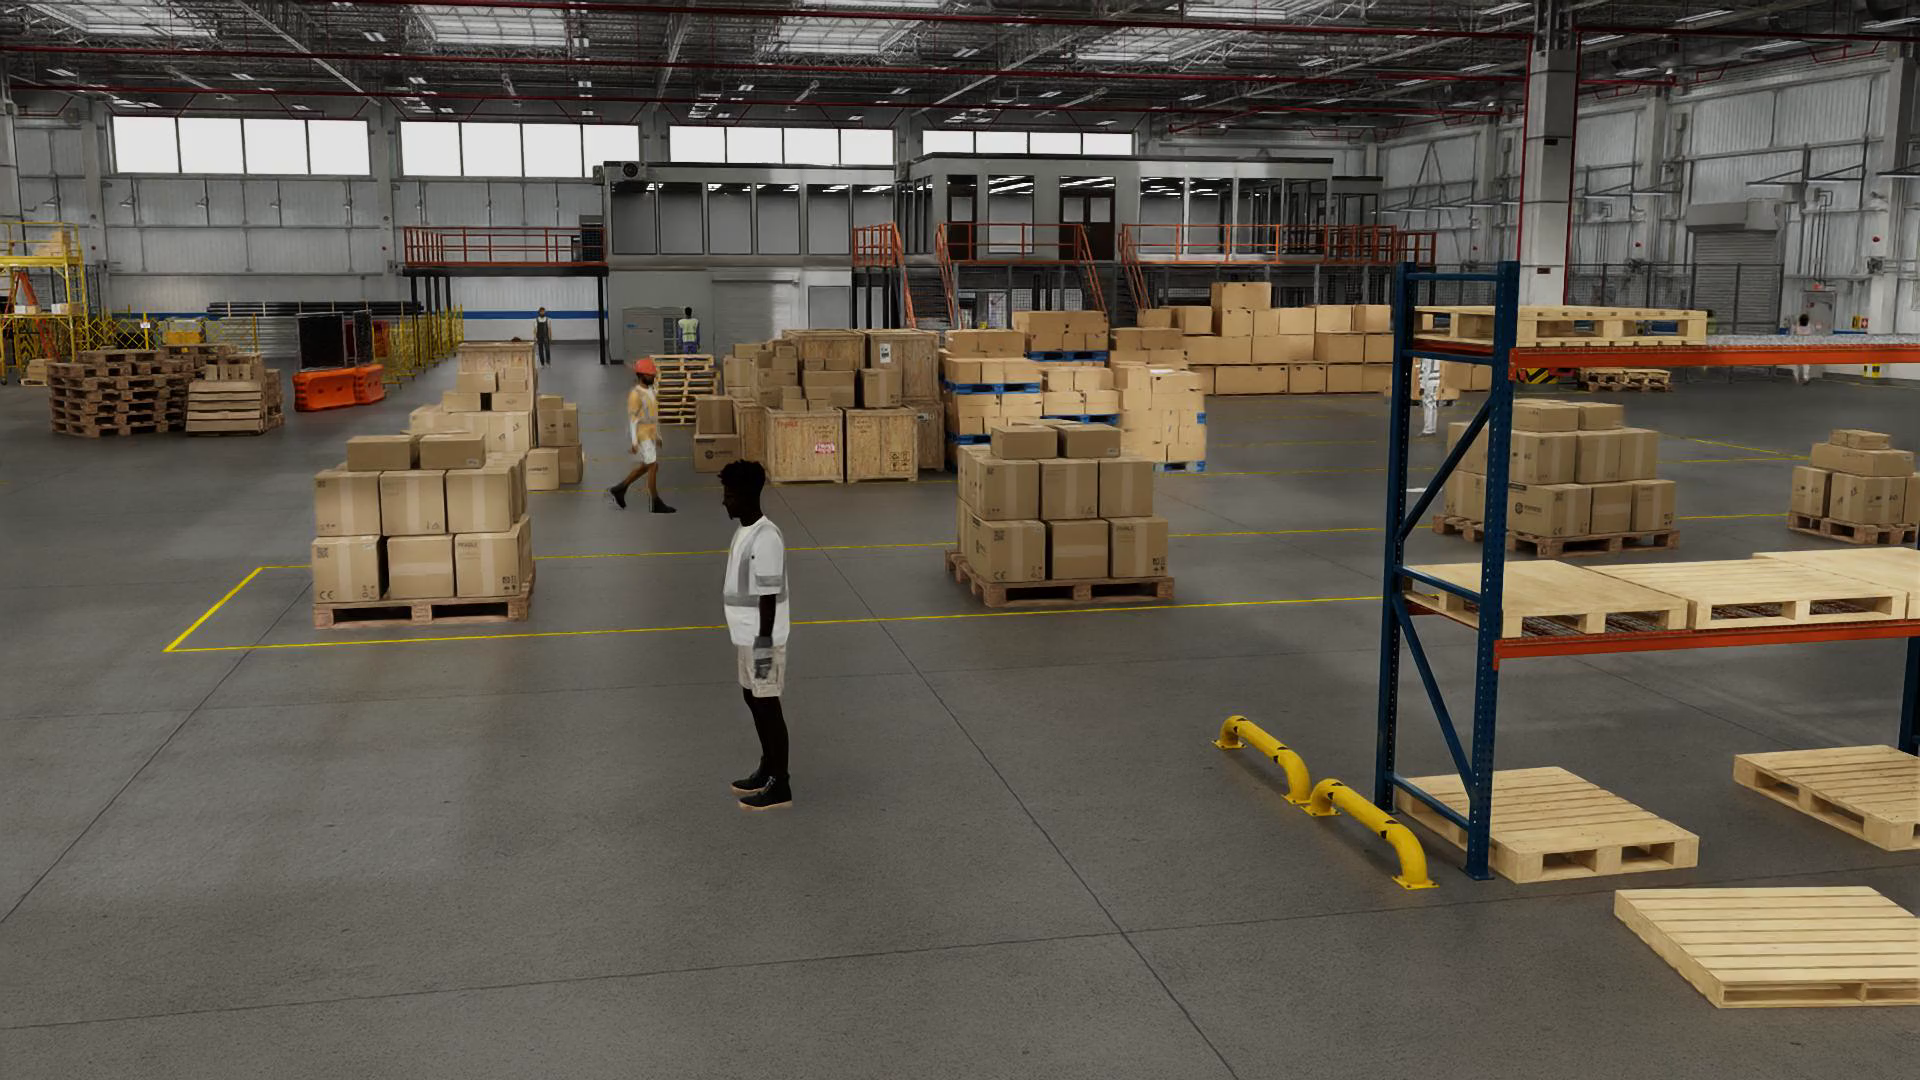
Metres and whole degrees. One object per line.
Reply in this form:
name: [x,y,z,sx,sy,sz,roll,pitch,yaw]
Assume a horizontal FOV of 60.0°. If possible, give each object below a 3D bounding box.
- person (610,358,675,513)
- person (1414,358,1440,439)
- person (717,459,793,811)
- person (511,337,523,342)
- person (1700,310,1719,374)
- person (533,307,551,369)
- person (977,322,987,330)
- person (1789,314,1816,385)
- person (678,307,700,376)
person: [-3.931,-1.281,20.390,0.844,1.919,0.545,2,10,14]
person: [8.236,-2.720,29.237,0.354,1.883,0.573,7,11,35]
person: [-1.144,0.520,9.287,0.377,1.956,0.606,-3,10,-20]
person: [-7.493,-2.559,28.471,0.539,1.825,0.972,0,9,2]
person: [21.147,-5.648,47.270,0.634,1.812,0.768,-1,9,-6]
person: [-12.370,-5.977,49.278,0.525,1.825,0.687,-2,10,-14]
person: [0.616,-4.470,40.566,0.858,1.705,0.474,-3,10,-20]
person: [21.568,-4.870,42.608,0.627,1.793,0.952,3,10,20]
person: [-7.382,-5.382,45.352,0.588,1.920,0.392,-2,10,-14]
